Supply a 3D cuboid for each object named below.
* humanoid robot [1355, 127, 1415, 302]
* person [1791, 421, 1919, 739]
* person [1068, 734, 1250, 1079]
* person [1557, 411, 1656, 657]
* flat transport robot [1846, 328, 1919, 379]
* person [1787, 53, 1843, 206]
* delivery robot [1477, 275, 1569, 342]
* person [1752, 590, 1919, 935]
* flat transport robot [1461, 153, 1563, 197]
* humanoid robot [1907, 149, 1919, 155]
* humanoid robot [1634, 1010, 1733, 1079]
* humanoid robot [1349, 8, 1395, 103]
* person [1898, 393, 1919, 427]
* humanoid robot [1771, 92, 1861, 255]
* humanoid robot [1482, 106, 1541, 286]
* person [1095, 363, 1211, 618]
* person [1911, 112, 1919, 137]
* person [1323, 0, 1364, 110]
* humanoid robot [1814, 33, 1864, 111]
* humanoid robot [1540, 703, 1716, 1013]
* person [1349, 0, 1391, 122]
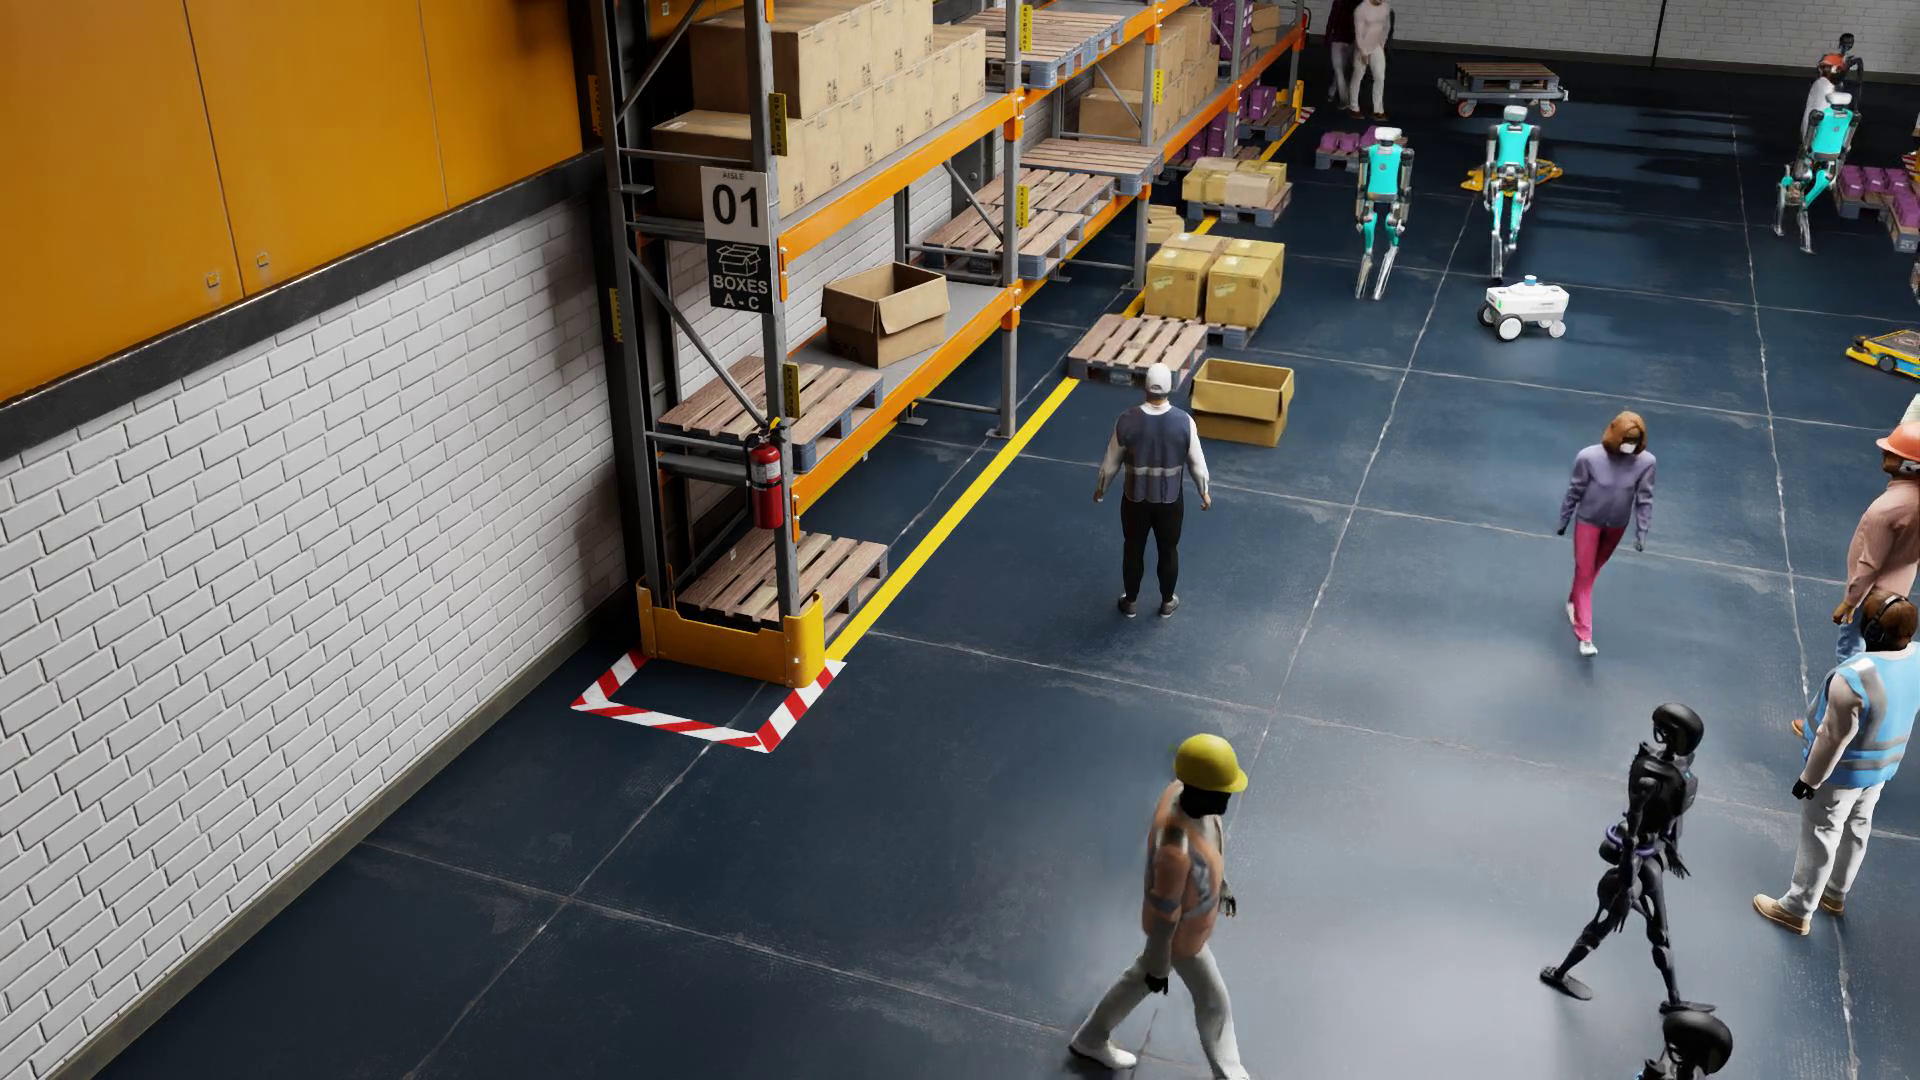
[{"bbox_3d":[4.174,-3.171,16.383,0.543,1.871,0.669,12,30,22],"label":"humanoid robot"},{"bbox_3d":[5.152,0.260,9.362,0.621,1.996,0.371,-19,33,-32],"label":"person"},{"bbox_3d":[0.926,1.577,6.937,0.972,1.880,0.603,5,28,10],"label":"person"},{"bbox_3d":[4.049,-0.054,10.409,0.510,1.579,0.867,1,27,1],"label":"person"},{"bbox_3d":[8.720,-1.544,14.746,0.659,0.231,1.431,-14,30,-25],"label":"flat transport robot"},{"bbox_3d":[10.028,-4.795,19.483,0.323,1.716,0.667,10,29,18],"label":"person"},{"bbox_3d":[5.328,-2.198,15.697,0.782,0.589,0.499,-3,27,-5],"label":"delivery robot"},{"bbox_3d":[4.240,1.066,7.969,0.625,1.844,0.429,-14,30,-25],"label":"person"},{"bbox_3d":[6.802,-4.488,20.456,0.659,0.231,1.431,22,35,36],"label":"flat transport robot"},{"bbox_3d":[12.783,-5.797,21.418,0.756,1.807,0.531,9,29,17],"label":"humanoid robot"},{"bbox_3d":[2.494,2.279,5.824,0.718,1.634,0.589,8,28,15],"label":"humanoid robot"},{"bbox_3d":[5.985,-7.197,24.226,0.614,1.643,0.574,4,28,8],"label":"humanoid robot"},{"bbox_3d":[7.688,-1.417,12.926,0.348,1.710,0.650,0,27,1],"label":"person"},{"bbox_3d":[9.155,-4.007,17.973,0.538,1.763,1.029,-1,27,-2],"label":"humanoid robot"},{"bbox_3d":[5.547,-3.426,16.846,0.566,1.758,0.996,6,28,12],"label":"humanoid robot"},{"bbox_3d":[1.244,-0.303,10.712,0.748,1.758,0.430,3,27,5],"label":"person"},{"bbox_3d":[13.208,-6.303,22.278,0.617,1.836,0.432,18,32,31],"label":"person"},{"bbox_3d":[5.524,-7.199,23.935,0.499,1.896,0.978,-6,28,-11],"label":"person"},{"bbox_3d":[11.025,-5.548,20.981,0.608,1.636,0.568,21,34,35],"label":"humanoid robot"},{"bbox_3d":[3.090,1.456,7.413,0.738,1.632,0.586,23,35,37],"label":"humanoid robot"},{"bbox_3d":[5.724,-6.754,23.065,0.627,1.904,0.830,-9,29,-17],"label":"person"}]
